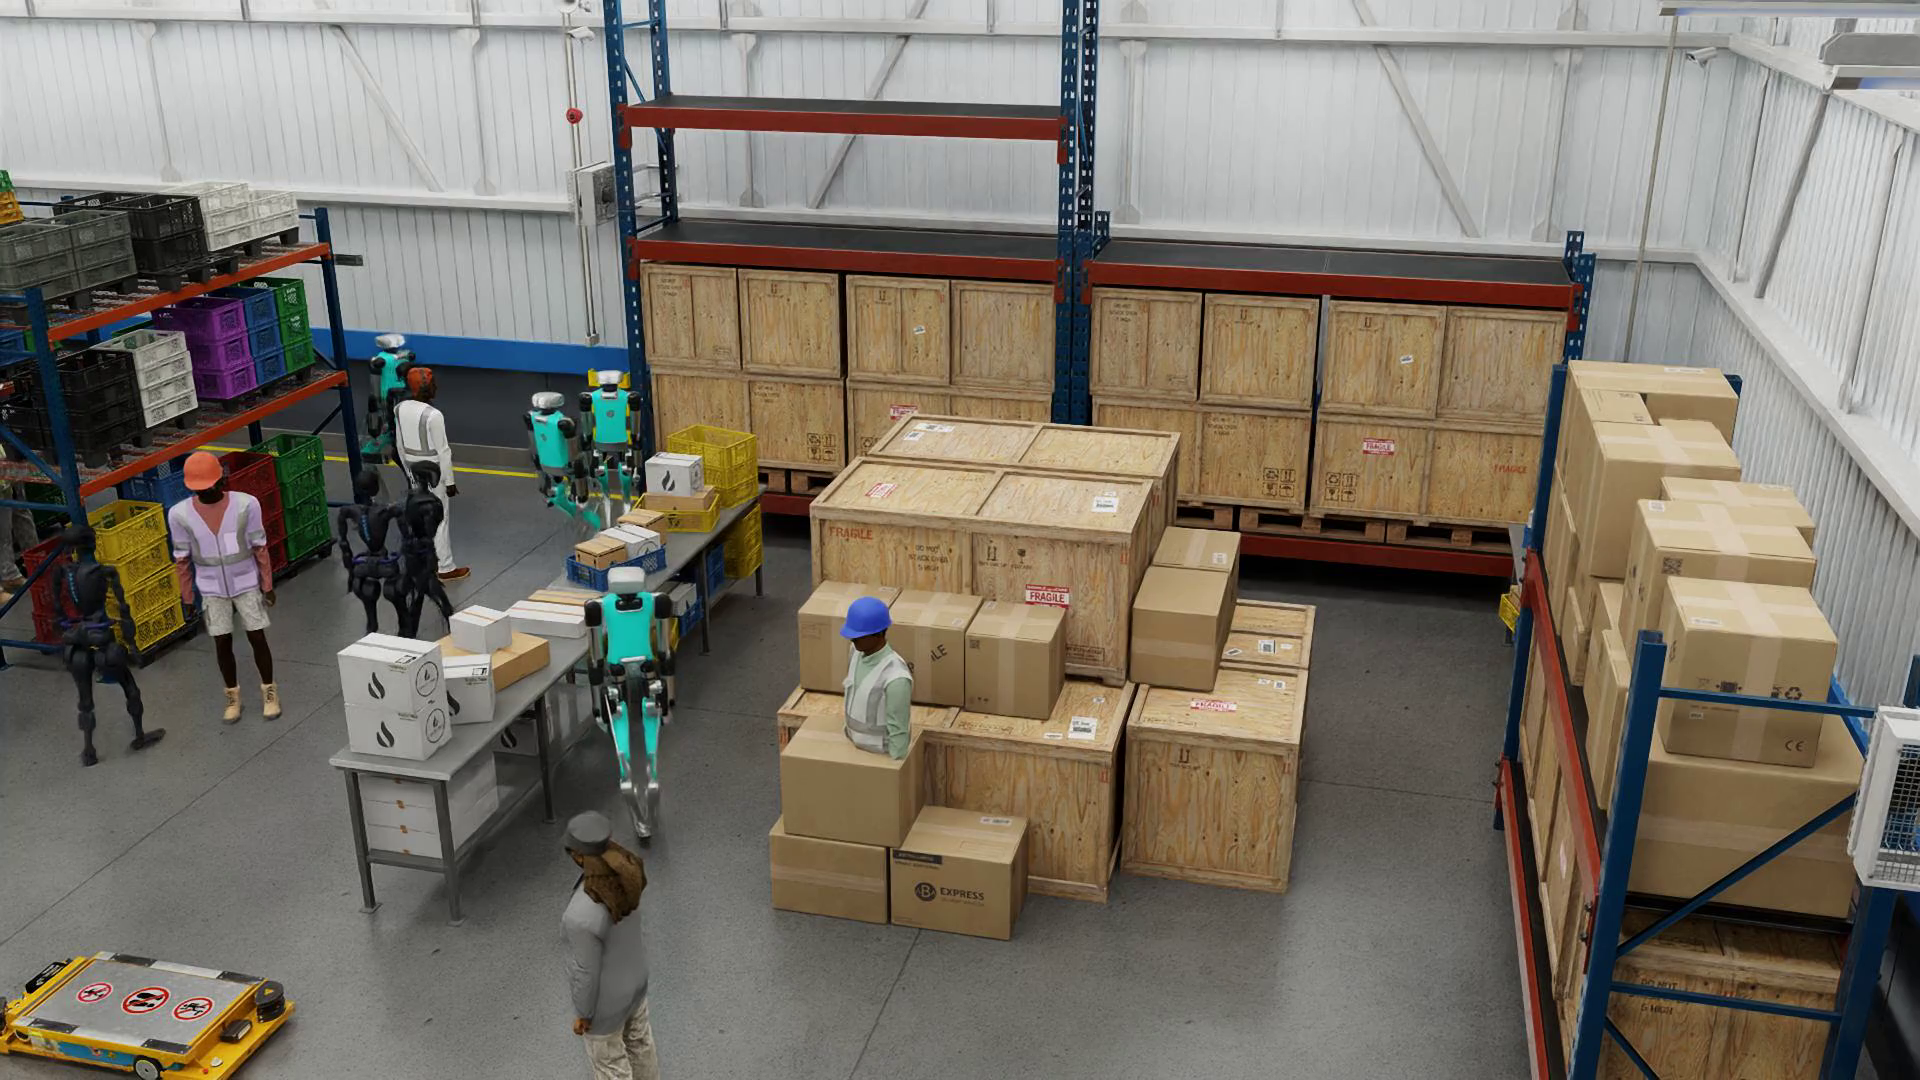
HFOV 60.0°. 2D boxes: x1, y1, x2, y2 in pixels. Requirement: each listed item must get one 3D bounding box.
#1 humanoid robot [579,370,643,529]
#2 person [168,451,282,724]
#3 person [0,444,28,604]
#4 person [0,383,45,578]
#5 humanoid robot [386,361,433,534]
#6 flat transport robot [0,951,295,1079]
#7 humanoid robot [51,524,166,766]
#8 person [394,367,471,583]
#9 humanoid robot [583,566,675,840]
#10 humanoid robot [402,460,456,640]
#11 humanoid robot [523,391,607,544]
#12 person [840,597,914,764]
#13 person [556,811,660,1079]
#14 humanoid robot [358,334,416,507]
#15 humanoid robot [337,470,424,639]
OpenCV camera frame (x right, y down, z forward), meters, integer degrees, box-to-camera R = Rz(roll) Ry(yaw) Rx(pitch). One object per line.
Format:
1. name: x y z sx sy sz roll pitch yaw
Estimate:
1. humanoid robot: -3.062 -0.707 14.747 0.548 1.744 0.684 -3 21 -9
2. person: -5.164 0.333 11.715 0.616 2.029 0.402 -7 22 -17
3. person: -8.095 -0.392 13.868 0.430 1.845 0.621 1 21 2
4. person: -8.248 -0.569 14.356 0.403 1.823 0.587 -11 24 -27
5. humanoid robot: -5.028 -0.851 15.307 0.589 1.650 0.341 8 22 20
6. flat transport robot: -4.270 2.464 8.601 1.431 0.231 0.659 5 22 13
7. humanoid robot: -5.861 0.699 11.262 0.602 1.633 0.523 4 21 9
8. person: -4.544 -0.555 14.238 0.583 1.881 0.337 13 25 31
9. humanoid robot: -1.959 1.091 10.173 0.542 1.803 0.813 -7 22 -19
10. humanoid robot: -4.024 0.160 12.672 0.668 1.631 0.614 -10 23 -23
11. humanoid robot: -3.242 -0.438 14.226 0.531 1.837 0.791 13 24 30
12. person: -0.482 1.212 9.541 0.412 1.939 0.602 -11 24 -26
13. person: -1.605 2.038 7.619 0.405 1.761 0.572 6 22 14
14. humanoid robot: -5.565 -1.118 15.923 0.718 1.772 0.583 9 23 23
15. humanoid robot: -4.322 0.267 12.388 0.584 1.648 0.562 0 21 1
